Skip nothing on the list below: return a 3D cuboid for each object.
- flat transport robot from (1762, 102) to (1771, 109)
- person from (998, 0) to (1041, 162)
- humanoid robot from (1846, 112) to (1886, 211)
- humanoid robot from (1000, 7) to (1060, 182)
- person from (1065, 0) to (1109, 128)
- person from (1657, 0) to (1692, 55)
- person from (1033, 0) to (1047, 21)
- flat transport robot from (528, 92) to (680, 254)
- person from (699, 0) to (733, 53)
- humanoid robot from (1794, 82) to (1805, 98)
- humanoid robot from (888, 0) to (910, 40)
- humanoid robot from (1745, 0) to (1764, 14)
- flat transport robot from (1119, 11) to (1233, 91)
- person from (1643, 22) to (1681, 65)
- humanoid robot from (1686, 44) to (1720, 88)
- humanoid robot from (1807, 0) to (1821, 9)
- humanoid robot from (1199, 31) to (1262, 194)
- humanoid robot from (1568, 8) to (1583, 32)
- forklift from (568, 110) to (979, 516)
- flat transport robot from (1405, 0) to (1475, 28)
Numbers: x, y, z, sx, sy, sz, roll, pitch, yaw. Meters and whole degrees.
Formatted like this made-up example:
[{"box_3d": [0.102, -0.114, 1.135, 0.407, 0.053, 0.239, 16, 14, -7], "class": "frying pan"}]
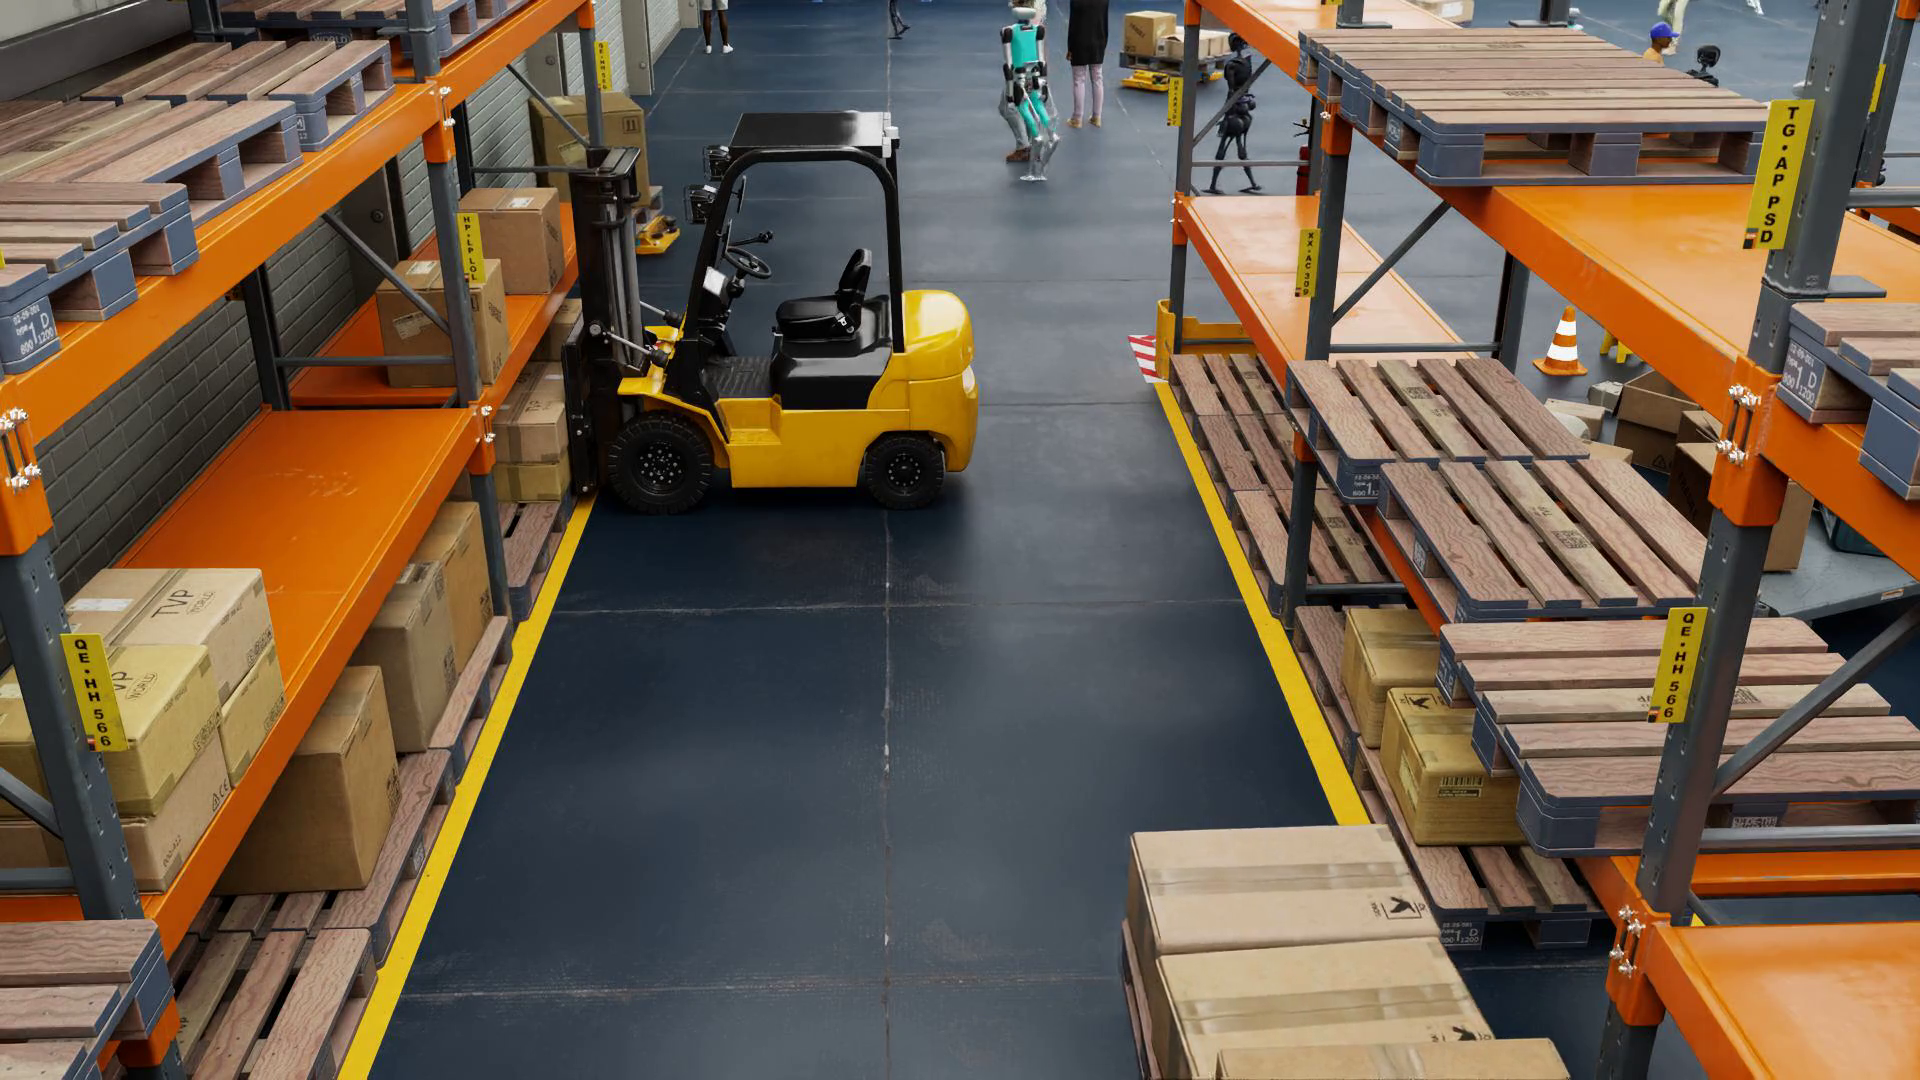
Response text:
[{"box_3d": [8.633, -3.989, 17.752, 0.659, 0.231, 1.431, 22, 33, 38], "class": "flat transport robot"}, {"box_3d": [0.667, -5.068, 18.099, 0.477, 1.921, 0.639, 6, 26, 12], "class": "person"}, {"box_3d": [7.513, -2.965, 13.918, 0.315, 1.657, 0.599, -1, 25, -1], "class": "humanoid robot"}, {"box_3d": [0.798, -4.614, 17.338, 0.541, 1.737, 0.793, -17, 30, -31], "class": "humanoid robot"}, {"box_3d": [1.528, -5.887, 19.912, 0.542, 1.856, 0.402, -11, 27, -22], "class": "person"}, {"box_3d": [10.738, -8.207, 24.804, 0.456, 1.882, 0.527, -19, 31, -34], "class": "person"}, {"box_3d": [1.304, -9.504, 27.752, 0.583, 1.700, 0.897, 13, 28, 25], "class": "person"}, {"box_3d": [-3.345, -2.803, 15.239, 1.431, 0.231, 0.659, 2, 25, 4], "class": "flat transport robot"}, {"box_3d": [-3.705, -8.281, 24.933, 0.542, 1.899, 0.376, -1, 25, -2], "class": "person"}, {"box_3d": [6.653, -2.907, 13.784, 0.556, 1.816, 0.736, -21, 32, -37], "class": "humanoid robot"}, {"box_3d": [-1.015, -8.735, 26.157, 0.373, 1.647, 0.588, 10, 27, 20], "class": "humanoid robot"}, {"box_3d": [13.951, -10.058, 28.917, 0.542, 1.782, 0.909, -13, 28, -26], "class": "humanoid robot"}, {"box_3d": [2.921, -6.371, 22.795, 0.659, 0.231, 1.431, 22, 33, 39], "class": "flat transport robot"}, {"box_3d": [6.961, -4.344, 16.807, 0.353, 1.718, 0.439, 6, 26, 13], "class": "person"}, {"box_3d": [7.071, -3.950, 16.048, 0.699, 1.634, 0.591, -5, 26, -11], "class": "humanoid robot"}, {"box_3d": [15.440, -10.124, 29.152, 0.589, 1.627, 0.783, -21, 32, -37], "class": "humanoid robot"}, {"box_3d": [2.797, -4.342, 16.875, 0.622, 1.630, 0.611, 13, 28, 25], "class": "humanoid robot"}, {"box_3d": [6.128, -4.714, 17.600, 1.020, 1.751, 0.555, 1, 25, 2], "class": "humanoid robot"}, {"box_3d": [-1.043, -1.379, 9.976, 2.313, 2.155, 1.214, -1, 25, -2], "class": "forklift"}, {"box_3d": [7.048, -7.734, 25.681, 1.431, 0.231, 0.659, -16, 30, -30], "class": "flat transport robot"}]
